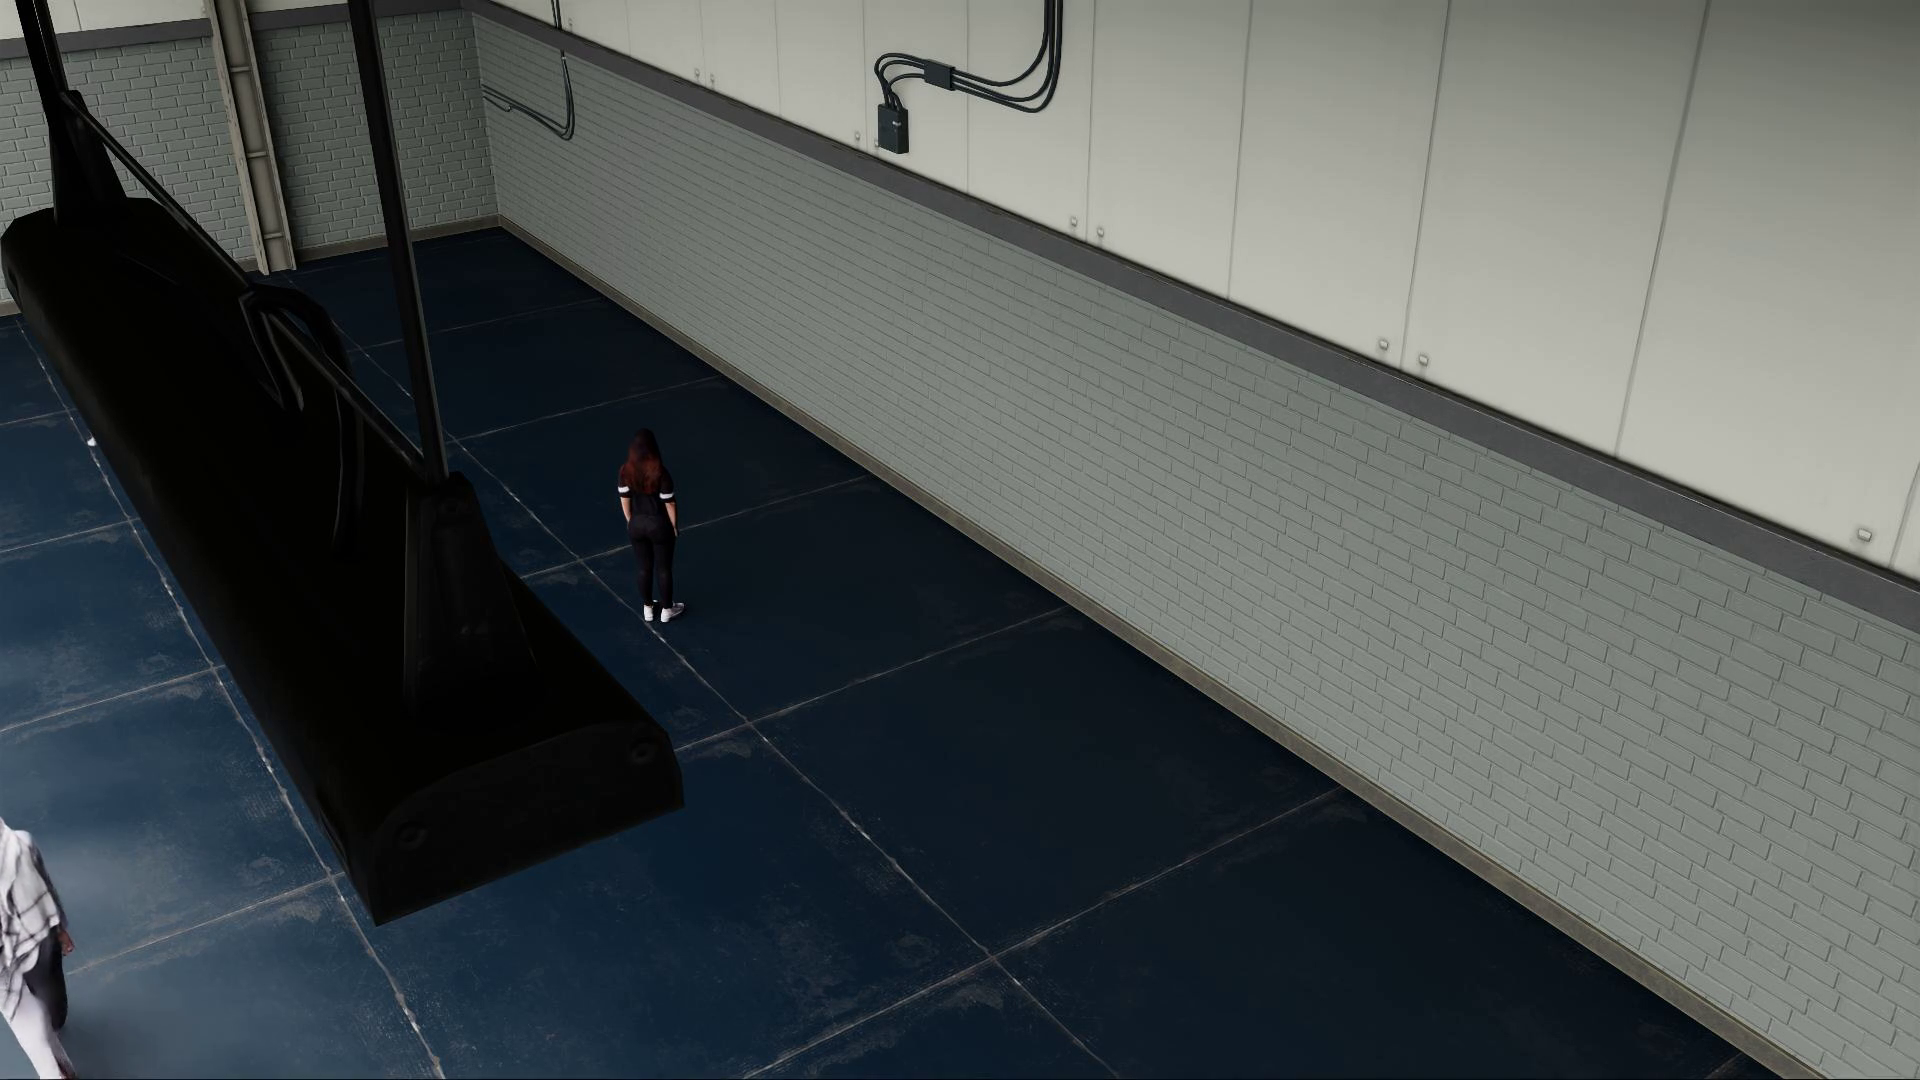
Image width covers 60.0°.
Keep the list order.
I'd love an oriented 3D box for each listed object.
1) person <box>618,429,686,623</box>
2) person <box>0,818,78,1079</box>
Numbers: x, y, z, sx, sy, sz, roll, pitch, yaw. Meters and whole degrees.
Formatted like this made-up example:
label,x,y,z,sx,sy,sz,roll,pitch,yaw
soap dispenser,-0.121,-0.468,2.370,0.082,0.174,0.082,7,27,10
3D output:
label,x,y,z,sx,sy,sz,roll,pitch,yaw
person,-2.417,-0.115,13.012,0.713,1.637,0.764,7,29,12
person,-4.820,2.142,8.515,1.216,1.880,0.872,-23,36,-36
